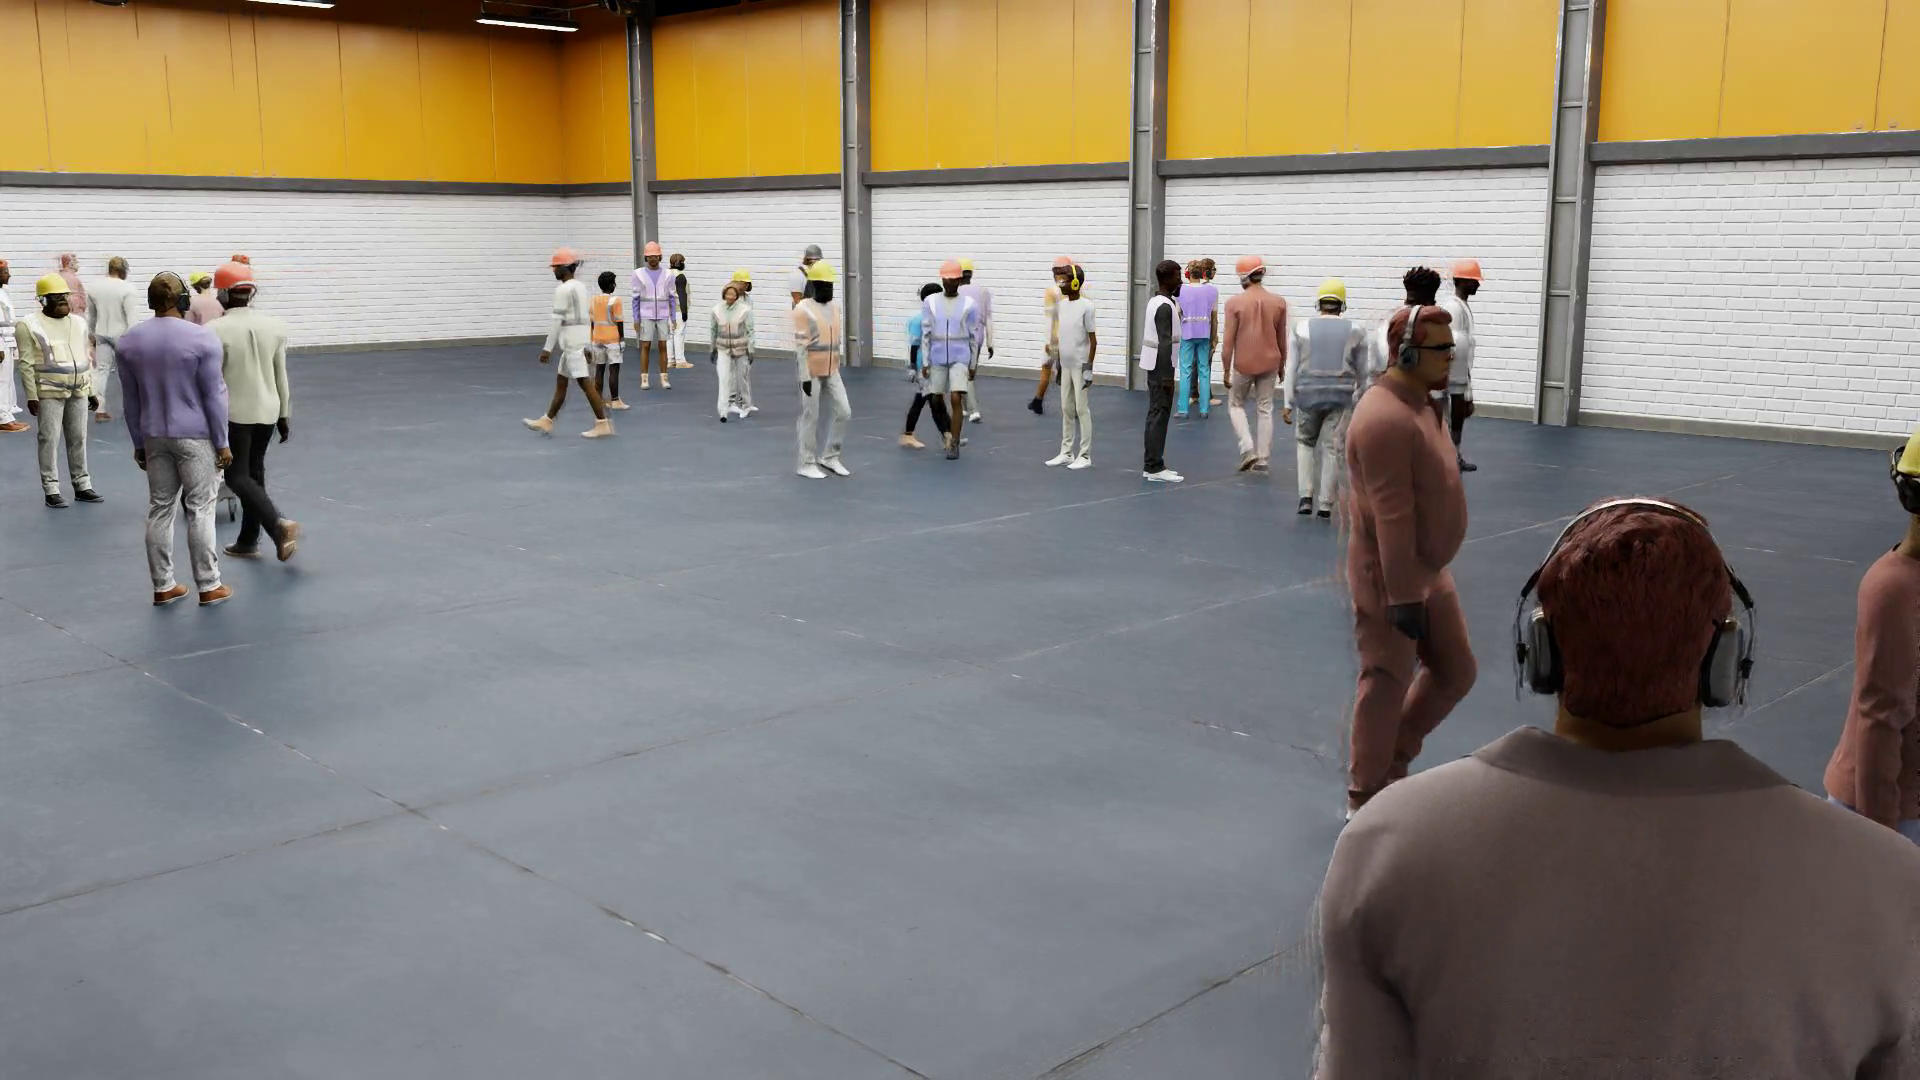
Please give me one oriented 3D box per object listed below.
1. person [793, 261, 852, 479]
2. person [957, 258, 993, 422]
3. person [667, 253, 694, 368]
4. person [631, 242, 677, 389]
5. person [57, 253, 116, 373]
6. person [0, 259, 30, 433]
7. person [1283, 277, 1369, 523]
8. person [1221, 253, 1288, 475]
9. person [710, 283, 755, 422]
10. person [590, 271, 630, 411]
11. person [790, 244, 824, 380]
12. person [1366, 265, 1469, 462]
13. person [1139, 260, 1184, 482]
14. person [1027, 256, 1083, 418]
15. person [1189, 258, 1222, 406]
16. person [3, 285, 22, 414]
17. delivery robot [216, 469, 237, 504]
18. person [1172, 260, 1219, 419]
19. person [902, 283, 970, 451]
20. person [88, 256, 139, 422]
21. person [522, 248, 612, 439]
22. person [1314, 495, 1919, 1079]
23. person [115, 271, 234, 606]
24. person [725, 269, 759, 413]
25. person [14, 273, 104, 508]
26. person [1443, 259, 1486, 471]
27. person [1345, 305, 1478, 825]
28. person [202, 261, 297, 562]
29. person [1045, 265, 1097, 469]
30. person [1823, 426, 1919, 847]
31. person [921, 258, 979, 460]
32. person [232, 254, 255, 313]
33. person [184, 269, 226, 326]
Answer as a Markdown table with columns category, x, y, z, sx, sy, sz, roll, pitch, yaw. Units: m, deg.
| category | x | y | z | sx | sy | sz | roll | pitch | yaw |
| --- | --- | --- | --- | --- | --- | --- | --- | --- | --- |
| person | -1.207 | -1.472 | 14.543 | 0.551 | 1.910 | 0.603 | 9 | 14 | 40 |
| person | 0.072 | -2.303 | 19.190 | 0.592 | 1.875 | 1.017 | -3 | 11 | -18 |
| person | -4.547 | -3.687 | 26.797 | 0.429 | 1.839 | 0.633 | -8 | 13 | -36 |
| person | -4.230 | -3.103 | 23.060 | 0.614 | 2.040 | 0.390 | -3 | 11 | -18 |
| person | -13.598 | -3.451 | 25.481 | 0.659 | 1.860 | 0.980 | 8 | 13 | 38 |
| person | -10.396 | -2.107 | 18.059 | 0.342 | 1.882 | 0.587 | -4 | 11 | -19 |
| person | 2.737 | -1.039 | 12.419 | 0.625 | 1.814 | 0.502 | 2 | 11 | 12 |
| person | 2.629 | -1.556 | 14.828 | 0.668 | 1.966 | 0.434 | -2 | 11 | -9 |
| person | -2.623 | -2.165 | 19.185 | 0.557 | 1.592 | 0.879 | 1 | 10 | 3 |
| person | -4.293 | -2.423 | 20.293 | 0.540 | 1.695 | 0.317 | 6 | 12 | 31 |
| person | -2.151 | -3.326 | 24.281 | 0.696 | 2.000 | 0.723 | -8 | 13 | -37 |
| person | 2.679 | -0.640 | 9.852 | 0.641 | 1.954 | 0.455 | 7 | 12 | 33 |
| person | 1.758 | -1.471 | 14.503 | 0.376 | 1.915 | 0.600 | 0 | 10 | -1 |
| person | 1.151 | -2.395 | 19.641 | 0.557 | 1.870 | 1.014 | -6 | 12 | -30 |
| person | 3.068 | -2.613 | 20.924 | 0.350 | 1.847 | 0.506 | -6 | 12 | -29 |
| person | -11.557 | -2.430 | 19.859 | 0.519 | 1.874 | 0.327 | -4 | 11 | -22 |
| delivery robot | -5.683 | -0.497 | 12.652 | 0.477 | 0.478 | 0.707 | -4 | 11 | -20 |
| person | 2.719 | -2.319 | 19.318 | 0.565 | 1.846 | 0.390 | -2 | 11 | -11 |
| person | -0.232 | -1.696 | 16.402 | 0.853 | 1.651 | 0.548 | 5 | 12 | 26 |
| person | -9.742 | -2.321 | 19.217 | 0.756 | 1.873 | 1.009 | 2 | 11 | 10 |
| person | -4.151 | -2.048 | 17.432 | 1.034 | 1.985 | 0.631 | 1 | 10 | 5 |
| person | 0.746 | 0.875 | 1.900 | 0.643 | 1.853 | 1.011 | 6 | 12 | 31 |
| person | -4.503 | -0.571 | 9.580 | 0.623 | 1.932 | 0.368 | 2 | 11 | 8 |
| person | -2.635 | -2.401 | 20.080 | 0.335 | 1.734 | 0.480 | 5 | 12 | 27 |
| person | -7.094 | -1.180 | 13.135 | 0.404 | 1.837 | 0.593 | 6 | 12 | 28 |
| person | 4.480 | -1.567 | 15.021 | 0.448 | 1.925 | 0.544 | 4 | 11 | 22 |
| person | 1.579 | 0.130 | 5.840 | 0.448 | 1.893 | 0.647 | 6 | 12 | 32 |
| person | -4.593 | -0.814 | 10.786 | 0.822 | 1.972 | 0.622 | 6 | 12 | 32 |
| person | 1.039 | -1.578 | 15.234 | 0.334 | 1.865 | 0.517 | -7 | 13 | -34 |
| person | 2.114 | 0.586 | 3.701 | 0.327 | 1.765 | 0.528 | 10 | 14 | 42 |
| person | -0.087 | -1.759 | 16.070 | 0.552 | 1.922 | 0.719 | 2 | 10 | 8 |
| person | -9.352 | -2.772 | 21.688 | 0.337 | 1.881 | 0.584 | -6 | 12 | -29 |
| person | -8.660 | -2.253 | 19.229 | 0.605 | 1.735 | 0.419 | -9 | 14 | -41 |
